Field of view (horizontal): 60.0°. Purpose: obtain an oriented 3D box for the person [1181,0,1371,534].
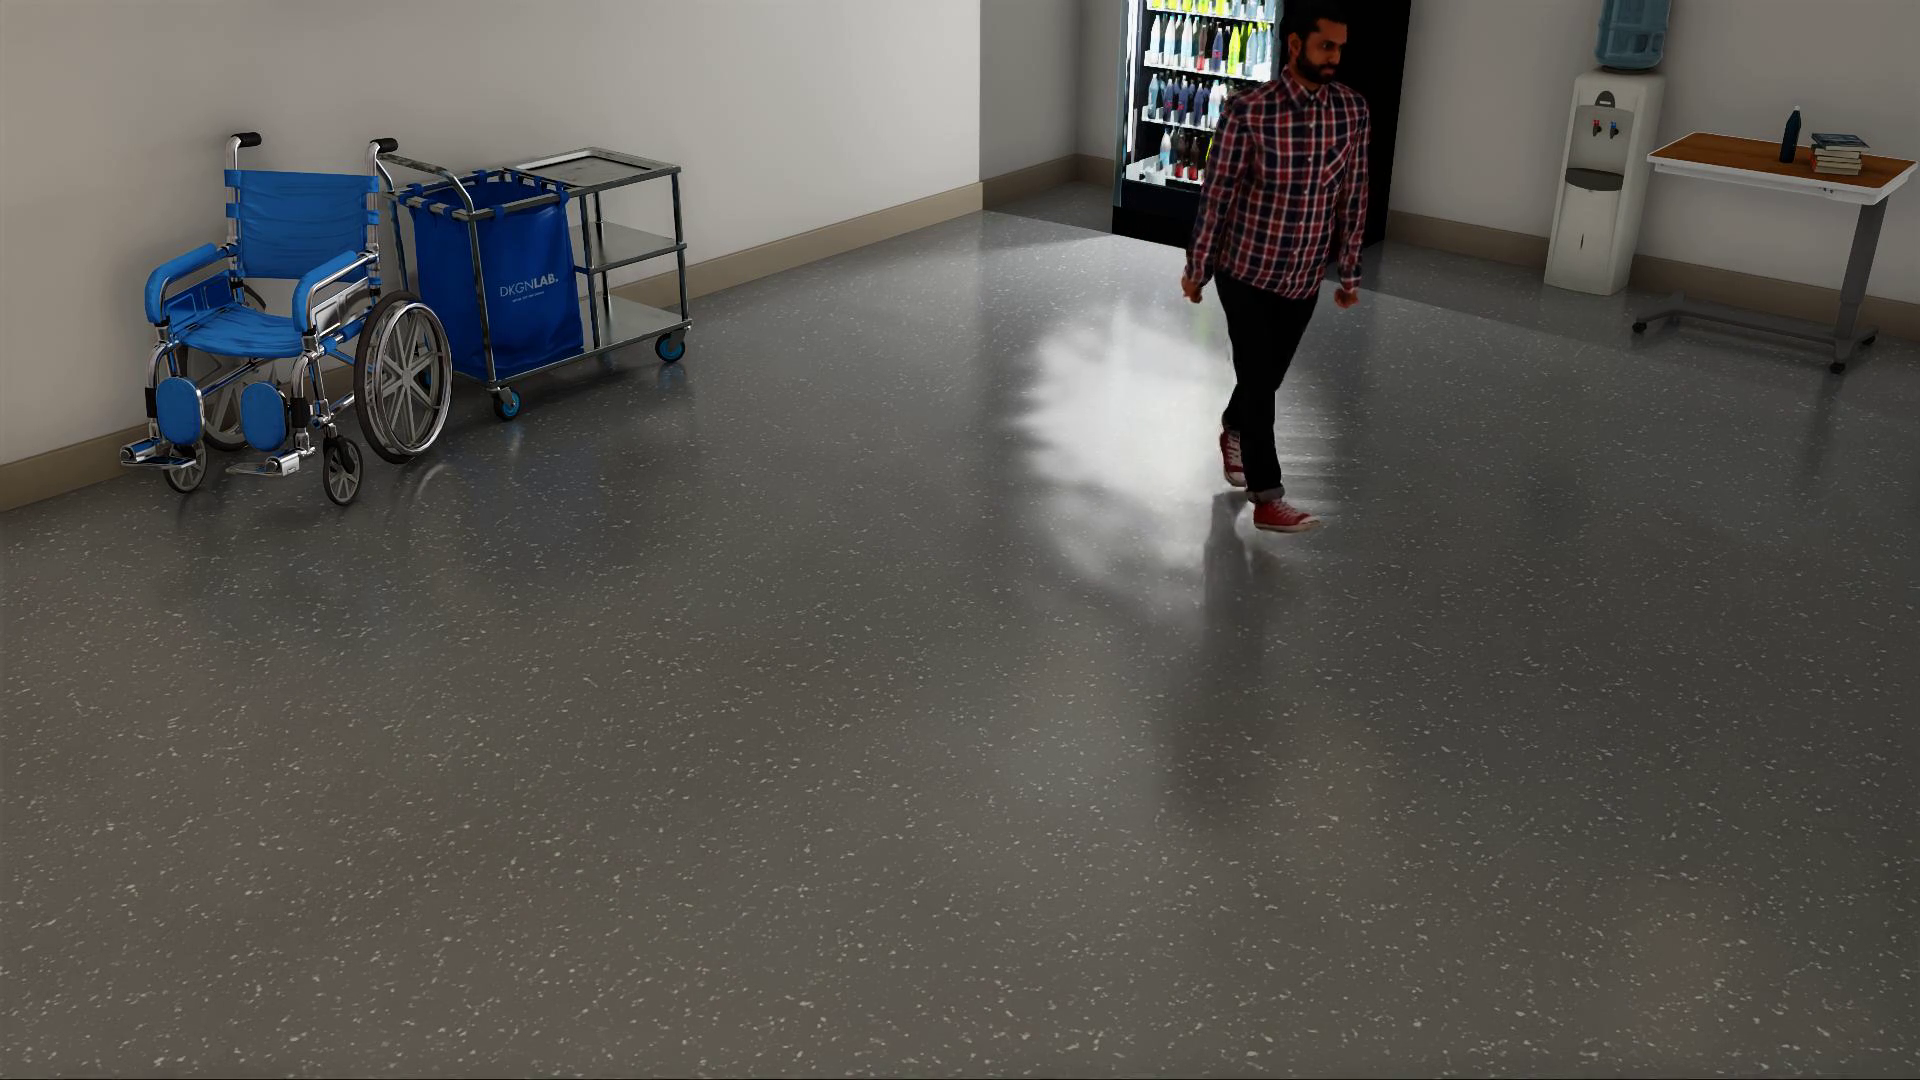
[{"bbox_3d":[1.014,-0.934,5.601,1.088,1.732,1.250,-6,26,-12],"label":"person"}]
